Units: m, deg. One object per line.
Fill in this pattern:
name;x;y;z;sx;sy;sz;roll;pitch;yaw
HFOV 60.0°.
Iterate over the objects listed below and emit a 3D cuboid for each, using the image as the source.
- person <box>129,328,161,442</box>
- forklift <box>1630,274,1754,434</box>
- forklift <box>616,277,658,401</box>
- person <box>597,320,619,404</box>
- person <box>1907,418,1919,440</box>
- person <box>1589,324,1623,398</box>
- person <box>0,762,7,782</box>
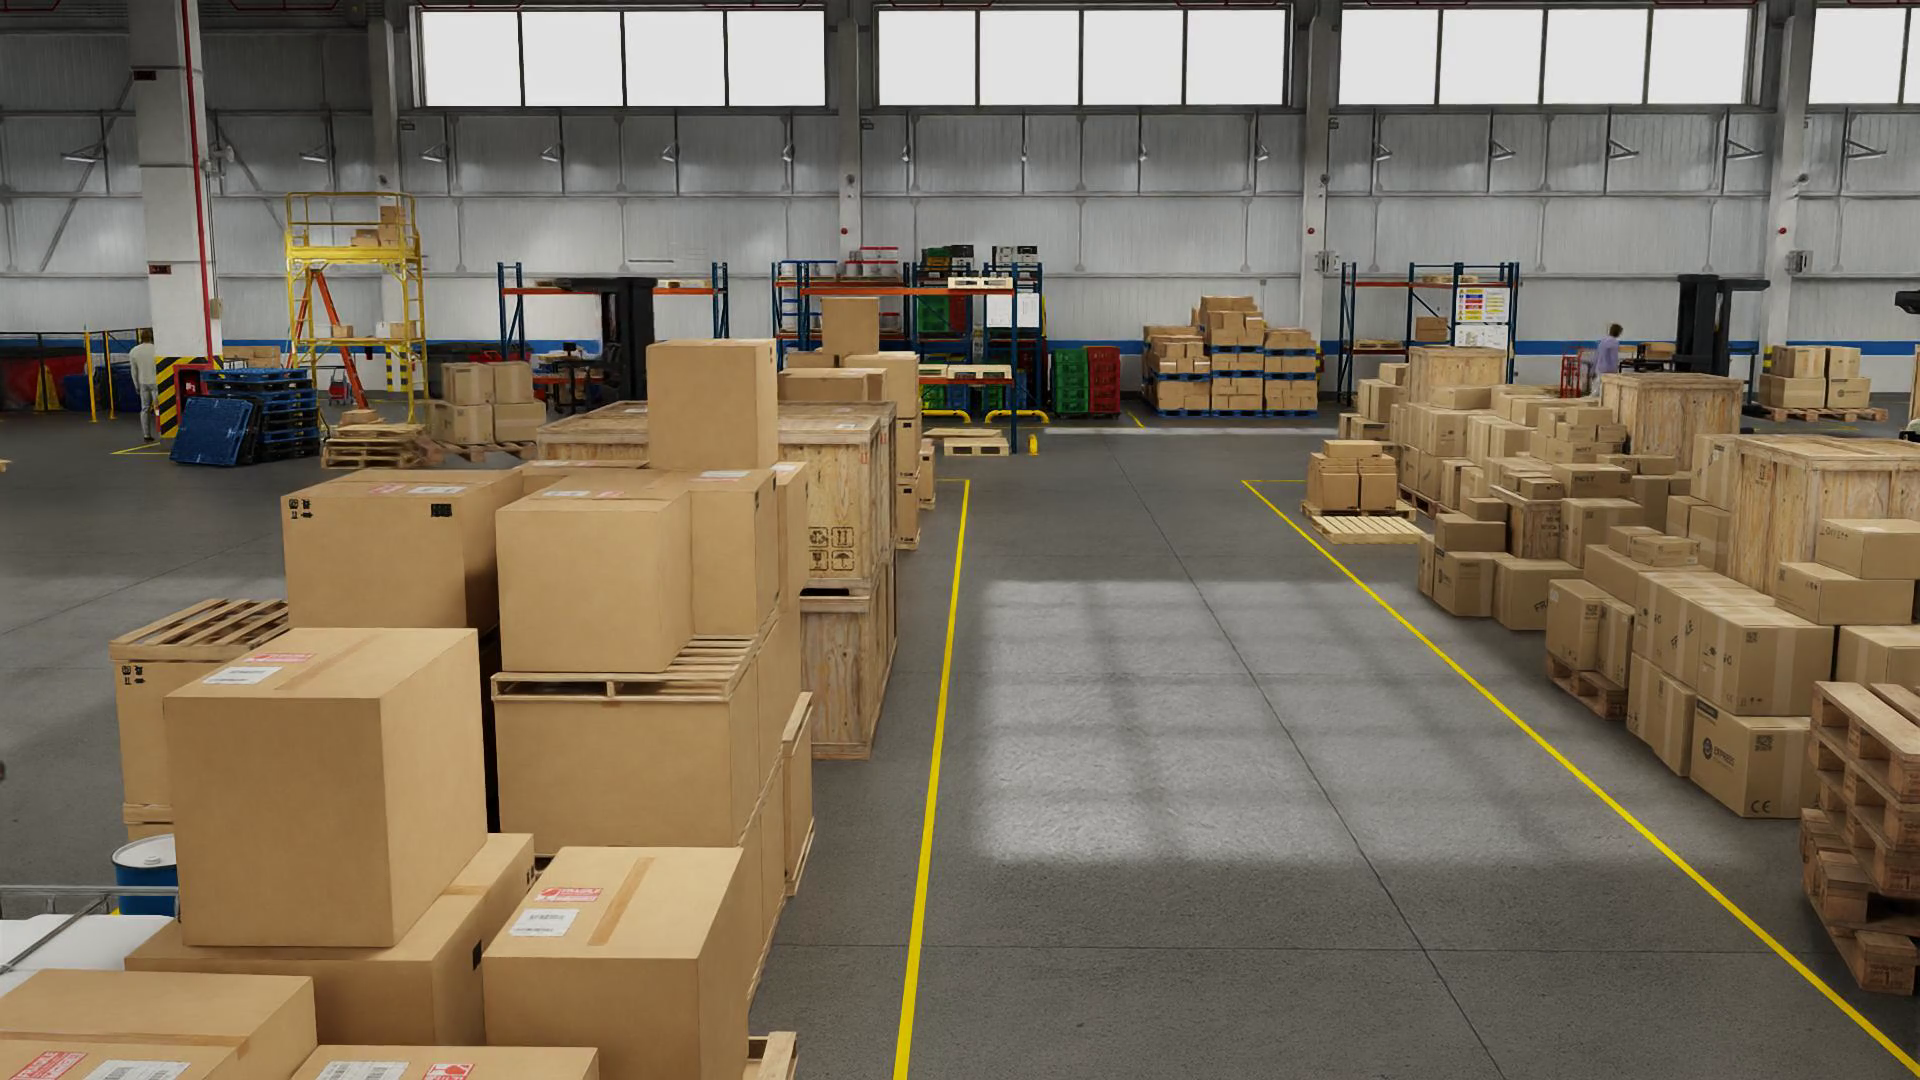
person;-13.632;-2.607;28.065;0.636;1.939;0.363;0;9;1
forklift;12.880;-3.275;29.251;1.873;2.768;1.129;0;9;1
forklift;-4.569;-2.346;23.690;1.873;2.768;1.129;-5;11;-25
person;-6.926;-3.395;32.848;0.597;1.912;0.587;8;12;39
person;8.889;-0.484;15.181;0.622;1.994;0.381;0;9;1
person;12.279;-3.179;31.682;1.059;1.877;0.670;0;9;1
person;-5.761;0.521;9.407;0.650;1.907;0.800;-3;10;-15
